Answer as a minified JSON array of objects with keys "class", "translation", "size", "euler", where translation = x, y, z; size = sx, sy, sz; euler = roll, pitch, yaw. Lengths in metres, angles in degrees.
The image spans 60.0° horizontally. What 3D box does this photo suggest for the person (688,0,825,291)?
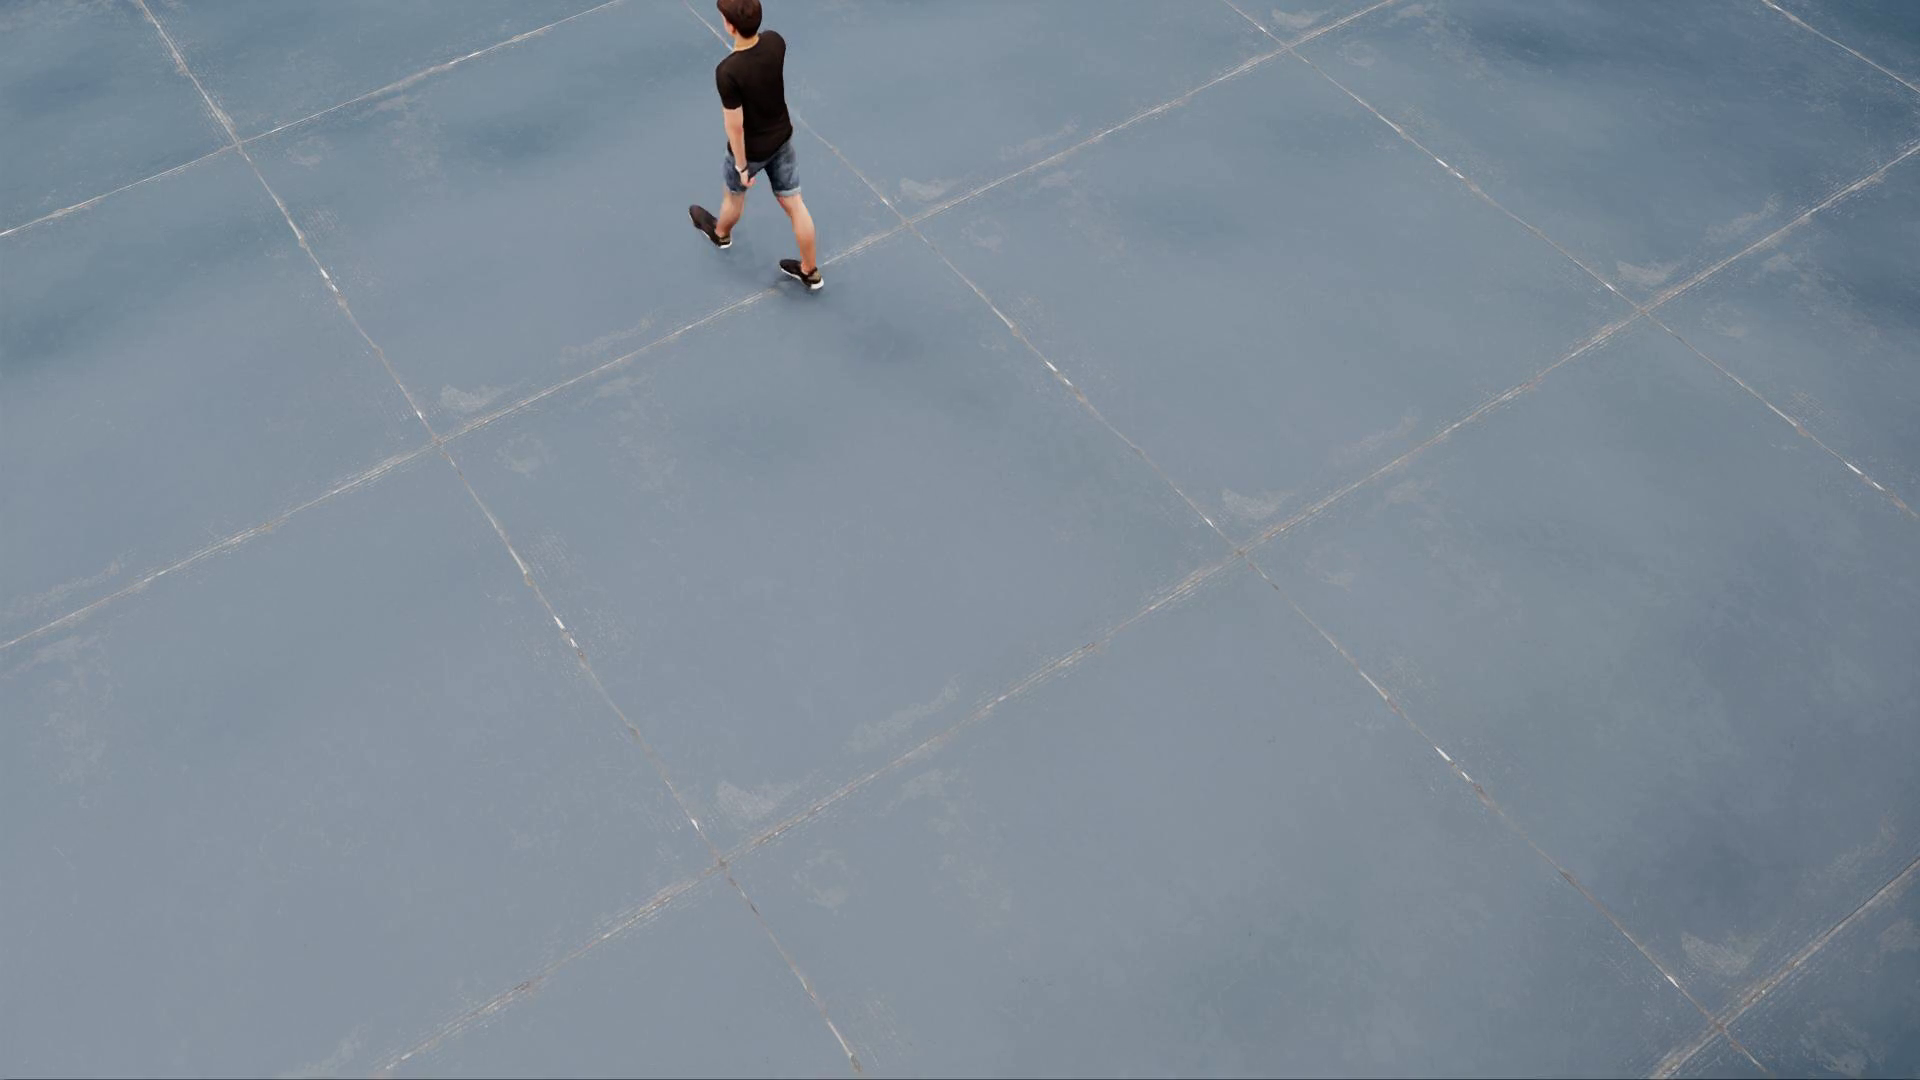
[{"class":"person","translation":[-0.987,-2.076,8.878],"size":[1.204,1.805,0.832],"euler":[36,60,24]}]
